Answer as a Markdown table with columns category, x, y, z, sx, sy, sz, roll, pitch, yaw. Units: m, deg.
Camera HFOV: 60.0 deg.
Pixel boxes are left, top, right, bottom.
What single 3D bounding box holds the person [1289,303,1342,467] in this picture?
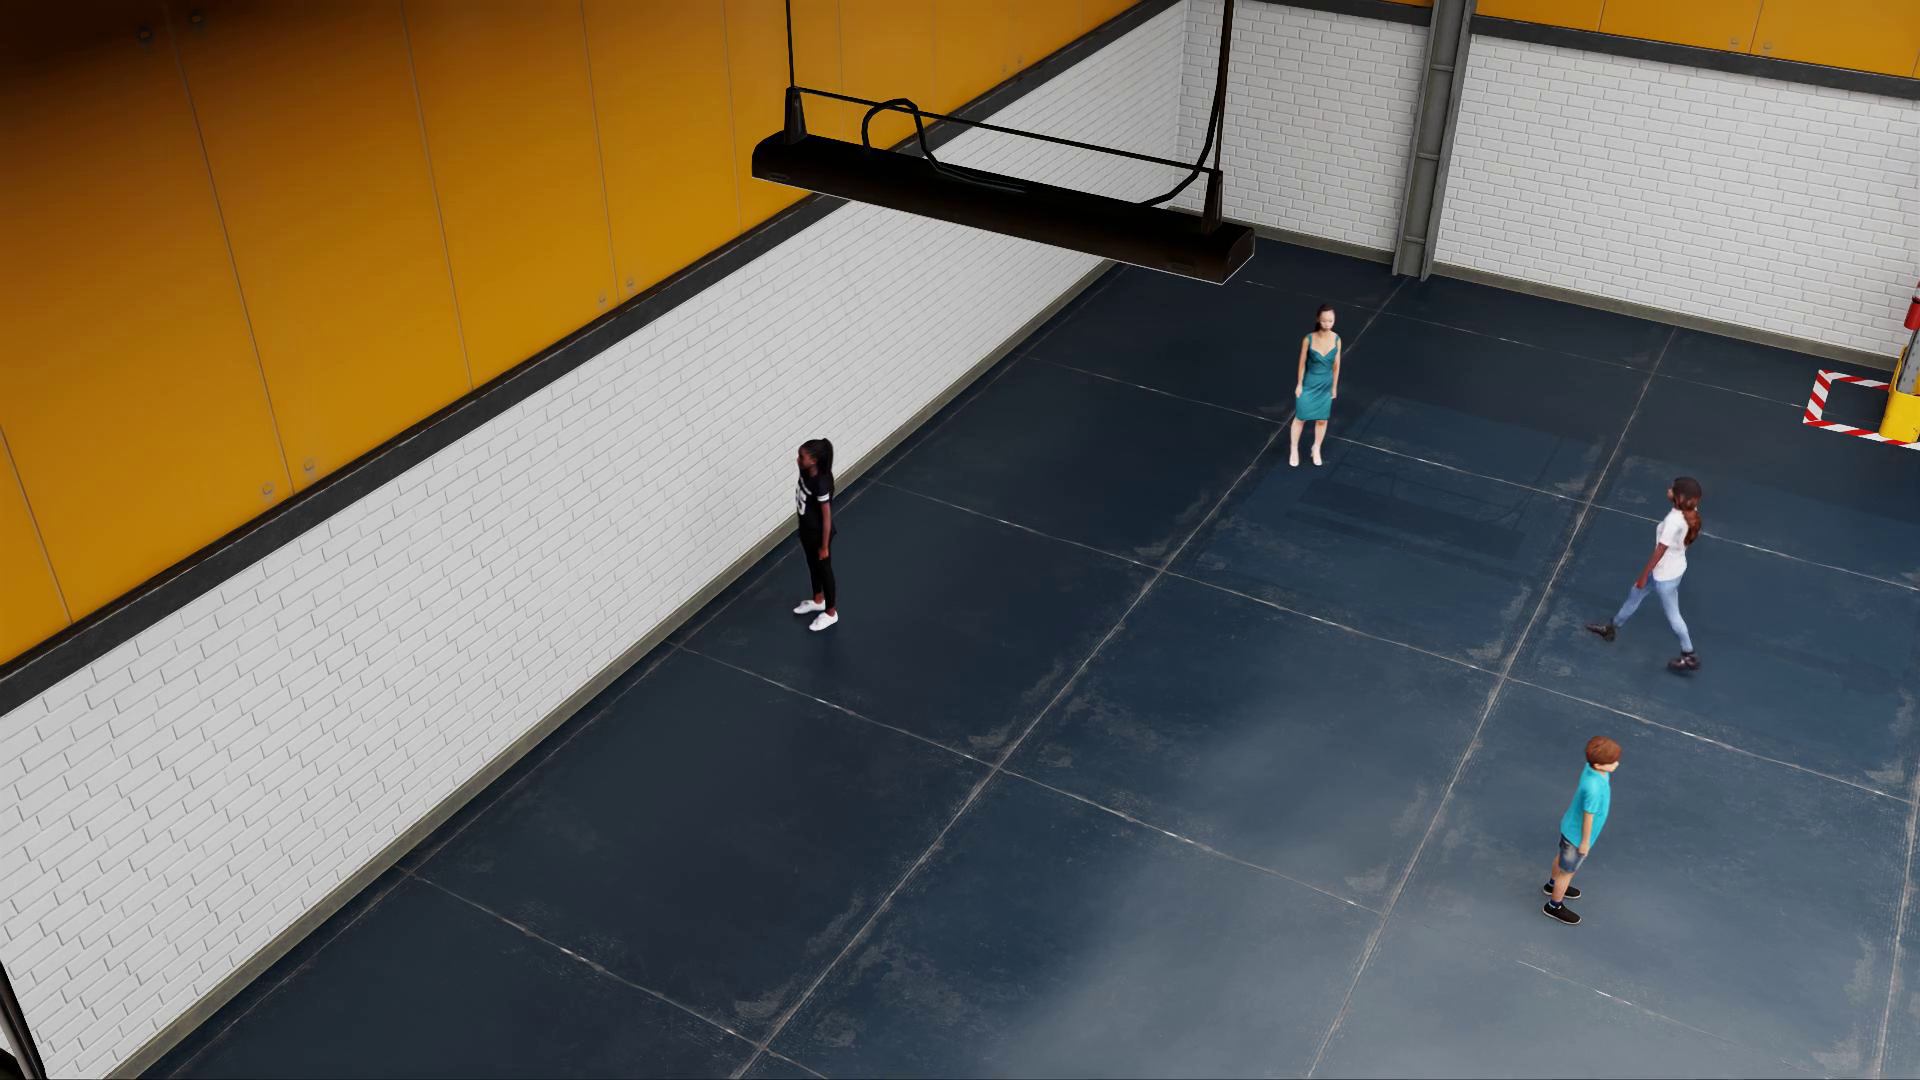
| category | x | y | z | sx | sy | sz | roll | pitch | yaw |
| --- | --- | --- | --- | --- | --- | --- | --- | --- | --- |
| person | 3.352 | -1.442 | 15.669 | 0.582 | 1.681 | 0.678 | -1 | 34 | -1 |

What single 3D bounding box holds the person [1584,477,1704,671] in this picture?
| category | x | y | z | sx | sy | sz | roll | pitch | yaw |
| --- | --- | --- | --- | --- | --- | --- | --- | --- | --- |
| person | 5.621 | 0.301 | 13.053 | 1.199 | 1.675 | 0.678 | 22 | 39 | 29 |

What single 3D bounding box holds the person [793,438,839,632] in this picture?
| category | x | y | z | sx | sy | sz | roll | pitch | yaw |
| --- | --- | --- | --- | --- | --- | --- | --- | --- | --- |
| person | -1.173 | -0.062 | 13.550 | 0.770 | 1.728 | 0.680 | -16 | 37 | -22 |

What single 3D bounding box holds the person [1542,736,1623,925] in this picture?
| category | x | y | z | sx | sy | sz | roll | pitch | yaw |
| --- | --- | --- | --- | --- | --- | --- | --- | --- | --- |
| person | 4.070 | 1.863 | 10.907 | 0.525 | 1.449 | 0.555 | 10 | 35 | 15 |
